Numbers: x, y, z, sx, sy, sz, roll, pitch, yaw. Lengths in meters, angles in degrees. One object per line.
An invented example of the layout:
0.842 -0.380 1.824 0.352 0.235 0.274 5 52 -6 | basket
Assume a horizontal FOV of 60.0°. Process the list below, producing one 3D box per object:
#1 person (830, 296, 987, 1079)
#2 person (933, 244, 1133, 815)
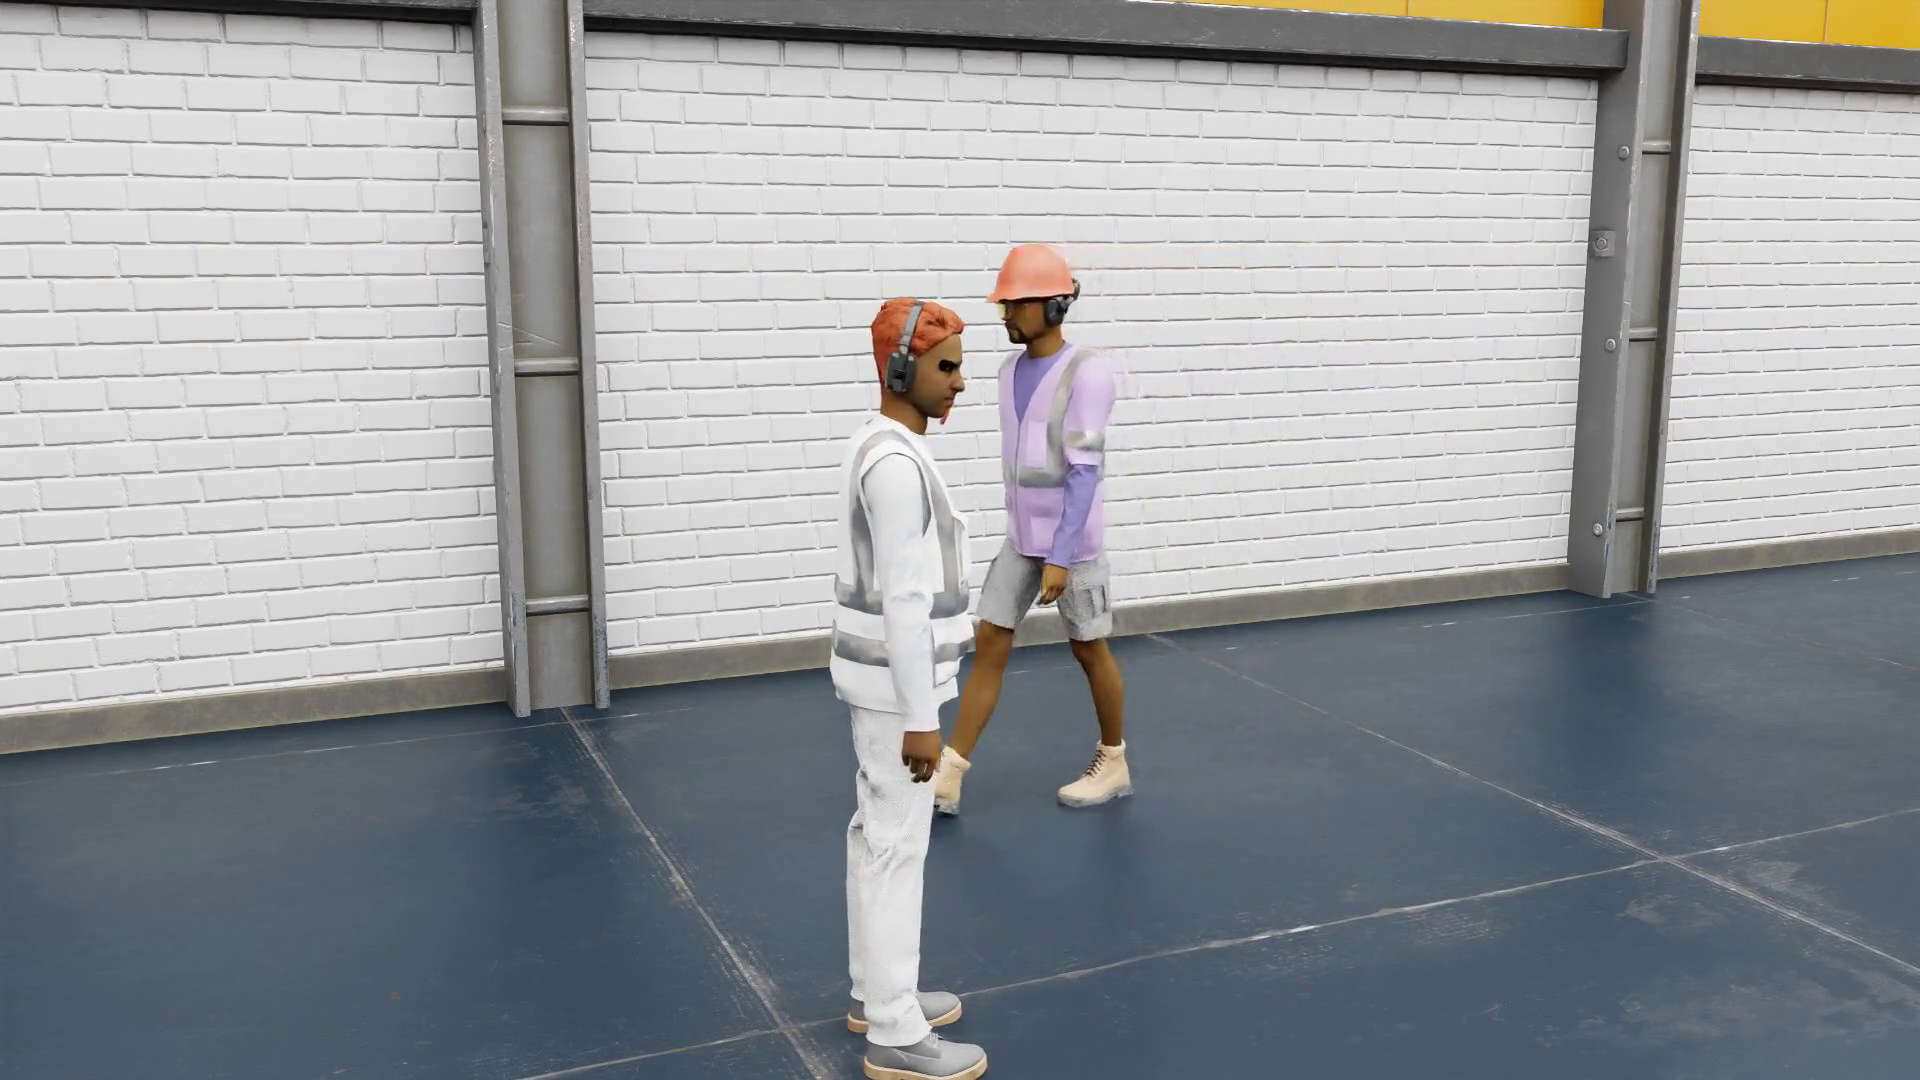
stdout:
-0.136 0.361 4.042 0.355 1.886 0.572 -2 10 -8 | person
0.219 0.001 5.724 1.030 1.993 0.617 -7 13 -36 | person
